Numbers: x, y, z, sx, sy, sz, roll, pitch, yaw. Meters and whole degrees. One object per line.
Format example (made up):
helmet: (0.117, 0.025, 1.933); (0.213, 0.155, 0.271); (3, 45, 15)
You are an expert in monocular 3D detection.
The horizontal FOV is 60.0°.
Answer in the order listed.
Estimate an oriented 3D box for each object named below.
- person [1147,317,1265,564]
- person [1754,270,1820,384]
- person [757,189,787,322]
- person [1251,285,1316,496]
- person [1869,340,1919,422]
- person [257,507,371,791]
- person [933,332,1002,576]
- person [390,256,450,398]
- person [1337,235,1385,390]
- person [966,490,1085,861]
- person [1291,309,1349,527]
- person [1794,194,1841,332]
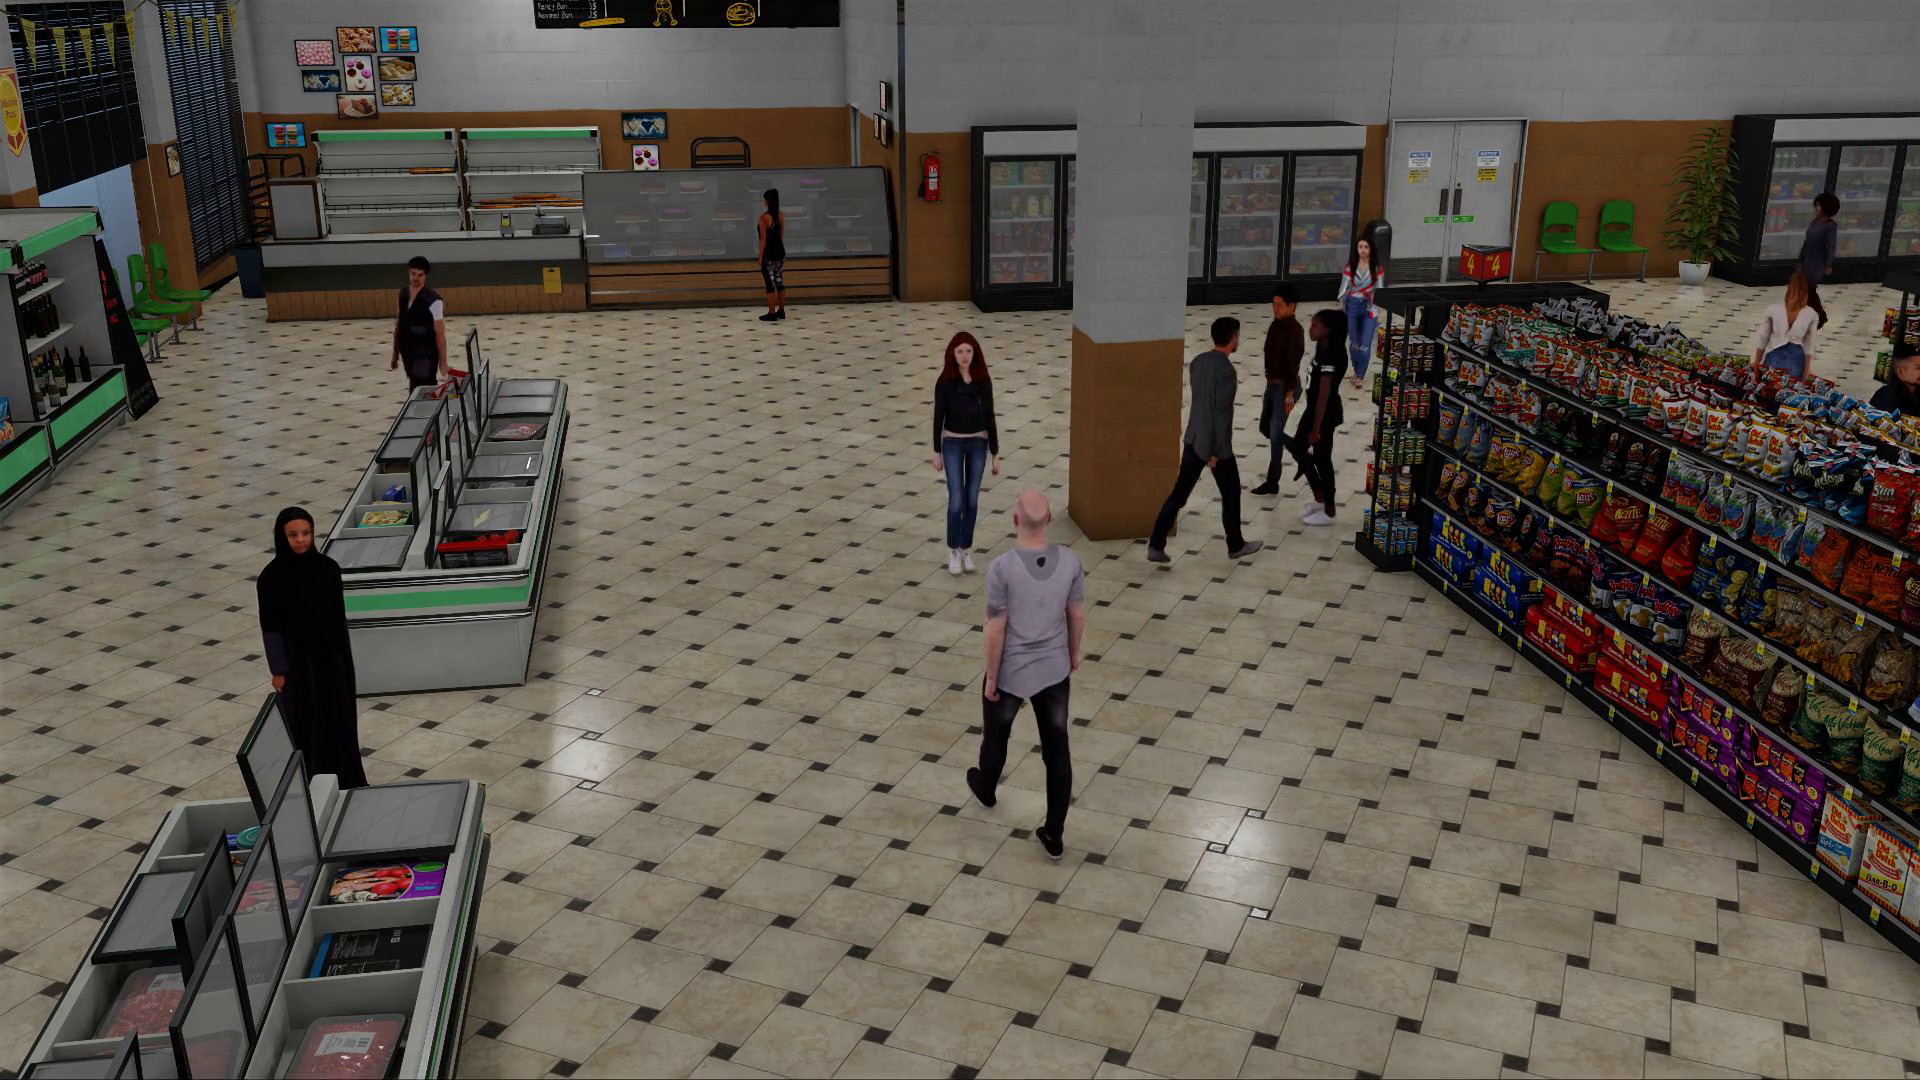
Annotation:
person: (1.718, -0.649, 11.958); (1.090, 1.823, 1.285); (-12, 22, -32)
person: (7.249, -1.488, 14.651); (1.008, 1.693, 1.174); (8, 20, 22)
person: (-2.368, -3.608, 20.990); (0.709, 1.660, 0.645); (12, 22, 32)
person: (2.748, -1.240, 13.807); (0.778, 1.762, 0.831); (-6, 19, -17)
person: (6.291, -0.433, 11.260); (0.857, 1.860, 0.846); (-12, 22, -32)
person: (-3.338, 0.602, 8.575); (0.715, 1.616, 0.751); (-17, 25, -41)
person: (0.011, -0.639, 12.003); (0.608, 1.776, 0.654); (-5, 19, -15)
person: (-4.750, -1.639, 14.921); (1.150, 1.806, 1.209); (14, 23, 37)
person: (4.242, -2.408, 17.550); (0.904, 1.583, 1.050); (7, 20, 19)
person: (0.367, 0.685, 8.039); (0.753, 1.800, 1.098); (-5, 19, -15)
person: (2.910, -0.949, 13.007); (0.777, 1.723, 0.632); (0, 19, 1)
person: (10.379, -3.300, 20.016); (0.672, 1.700, 0.605); (-2, 19, -5)
